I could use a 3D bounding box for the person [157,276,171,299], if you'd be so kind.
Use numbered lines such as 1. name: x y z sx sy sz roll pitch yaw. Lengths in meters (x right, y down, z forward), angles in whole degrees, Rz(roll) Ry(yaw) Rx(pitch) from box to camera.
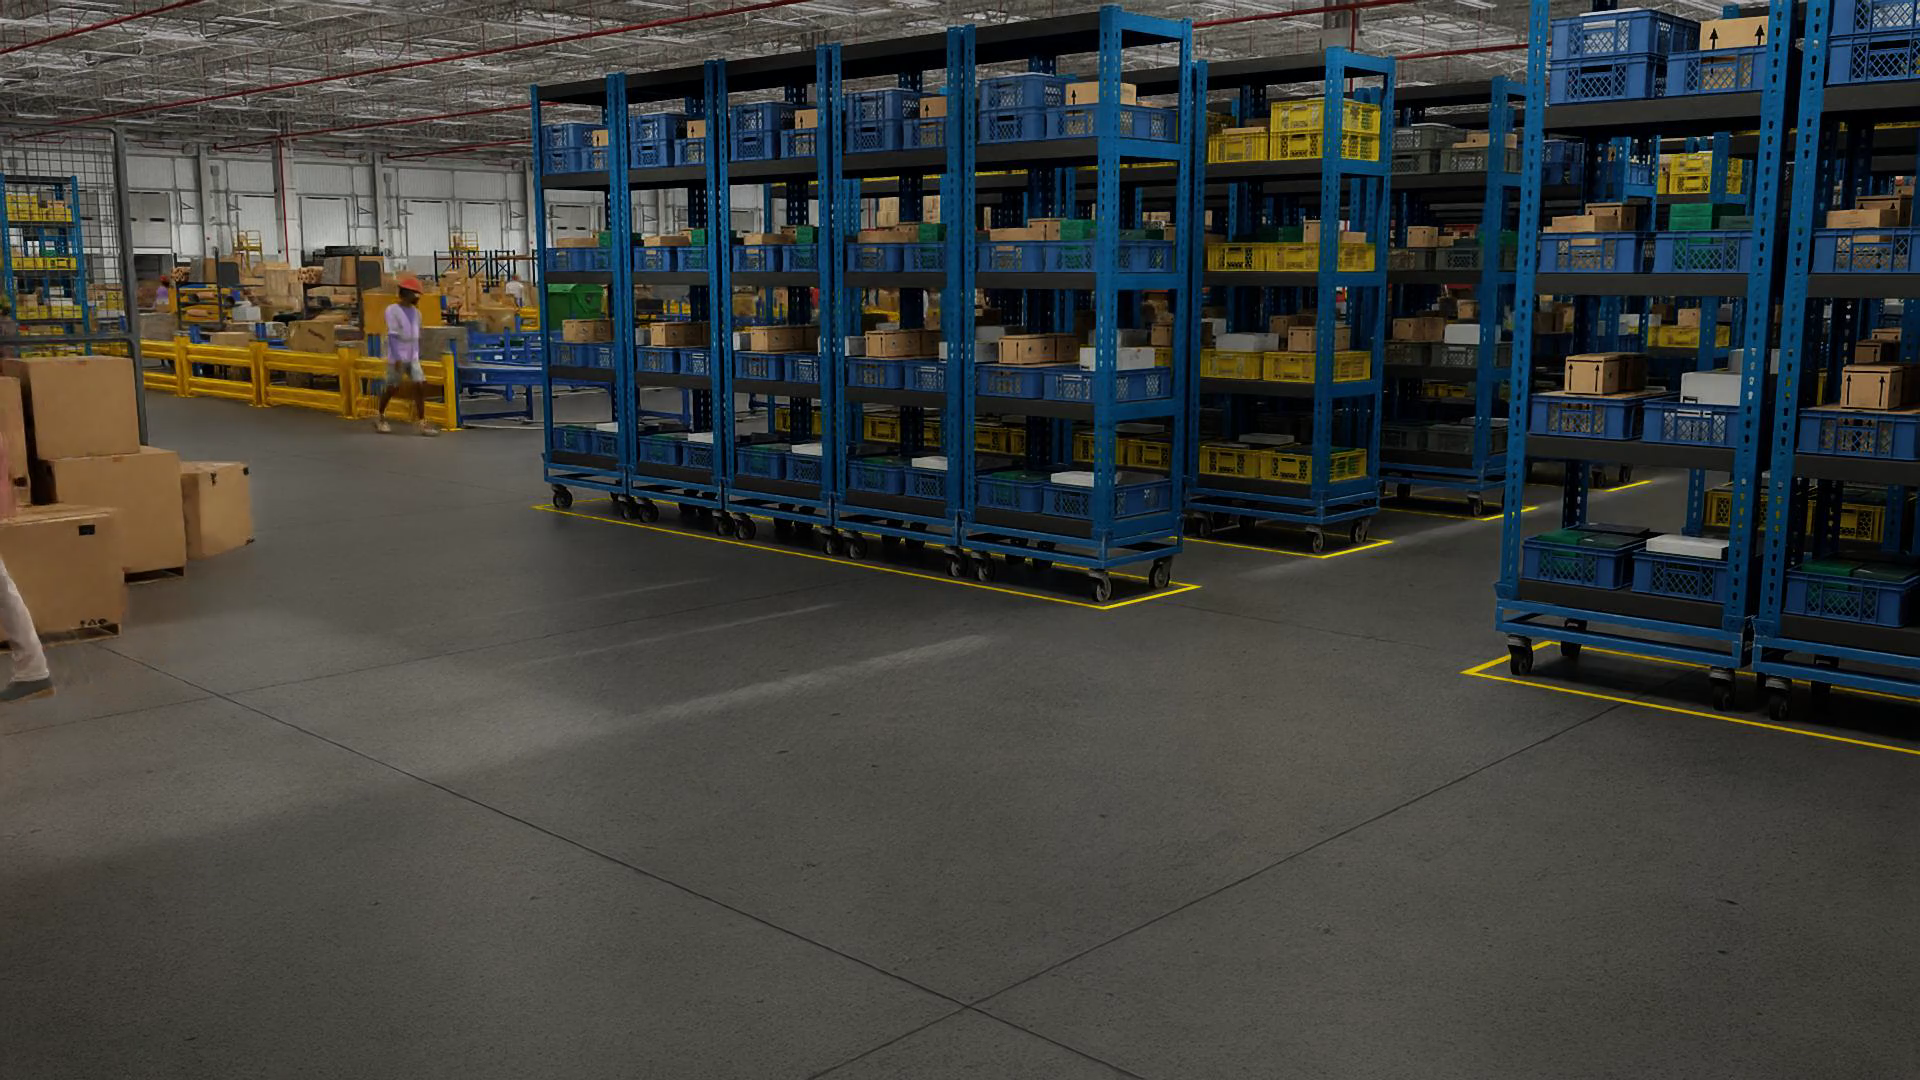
1. person: -22.327 -6.469 46.732 0.551 1.905 0.950 8 12 41

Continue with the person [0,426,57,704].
1. person: -4.618 -0.149 7.700 0.566 1.986 0.659 -7 11 -36

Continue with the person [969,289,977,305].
1. person: 0.314 -6.903 48.827 0.372 2.044 0.607 3 10 15

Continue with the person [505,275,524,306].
1. person: -15.753 -8.418 58.734 0.682 1.857 0.714 -5 11 -28

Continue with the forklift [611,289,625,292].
1. forklift: -17.598 -13.454 86.436 1.129 2.768 1.873 9 13 43

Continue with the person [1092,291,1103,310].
1. person: 4.908 -8.382 59.003 0.569 1.688 0.559 -2 9 -12

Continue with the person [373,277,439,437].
1. person: -6.947 -2.272 20.669 1.056 1.977 0.616 6 11 31

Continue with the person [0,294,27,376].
1. person: -12.447 -2.337 21.738 0.359 1.755 0.524 3 10 17

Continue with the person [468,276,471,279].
1. person: -21.973 -11.043 74.222 0.758 2.000 0.942 -1 9 -8

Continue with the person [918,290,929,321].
1. person: -1.000 -5.630 41.726 0.403 1.817 0.601 -4 10 -25

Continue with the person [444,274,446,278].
1. person: -22.688 -10.967 74.137 0.547 1.924 0.545 -2 10 -14

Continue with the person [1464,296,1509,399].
1. person: 5.750 -1.812 18.313 0.549 1.810 0.616 9 13 44

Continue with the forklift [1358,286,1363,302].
1. forklift: 11.100 -7.017 46.970 1.873 2.768 1.129 9 13 43

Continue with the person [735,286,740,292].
1. person: -8.900 -9.602 65.631 0.600 1.960 0.374 -8 12 -40

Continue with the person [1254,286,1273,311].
1. person: 4.382 -2.785 24.245 0.604 1.815 0.792 8 12 42

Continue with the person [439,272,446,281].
1. person: -27.840 -13.512 89.767 0.603 1.913 0.422 5 11 28

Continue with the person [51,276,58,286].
1. person: -38.234 -10.329 70.193 0.768 1.927 0.618 1 9 9

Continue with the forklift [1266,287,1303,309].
1. forklift: 10.769 -8.203 54.240 1.129 2.768 1.873 8 12 42

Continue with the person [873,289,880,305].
1. person: -3.891 -11.162 76.271 0.806 1.610 0.519 3 10 15
